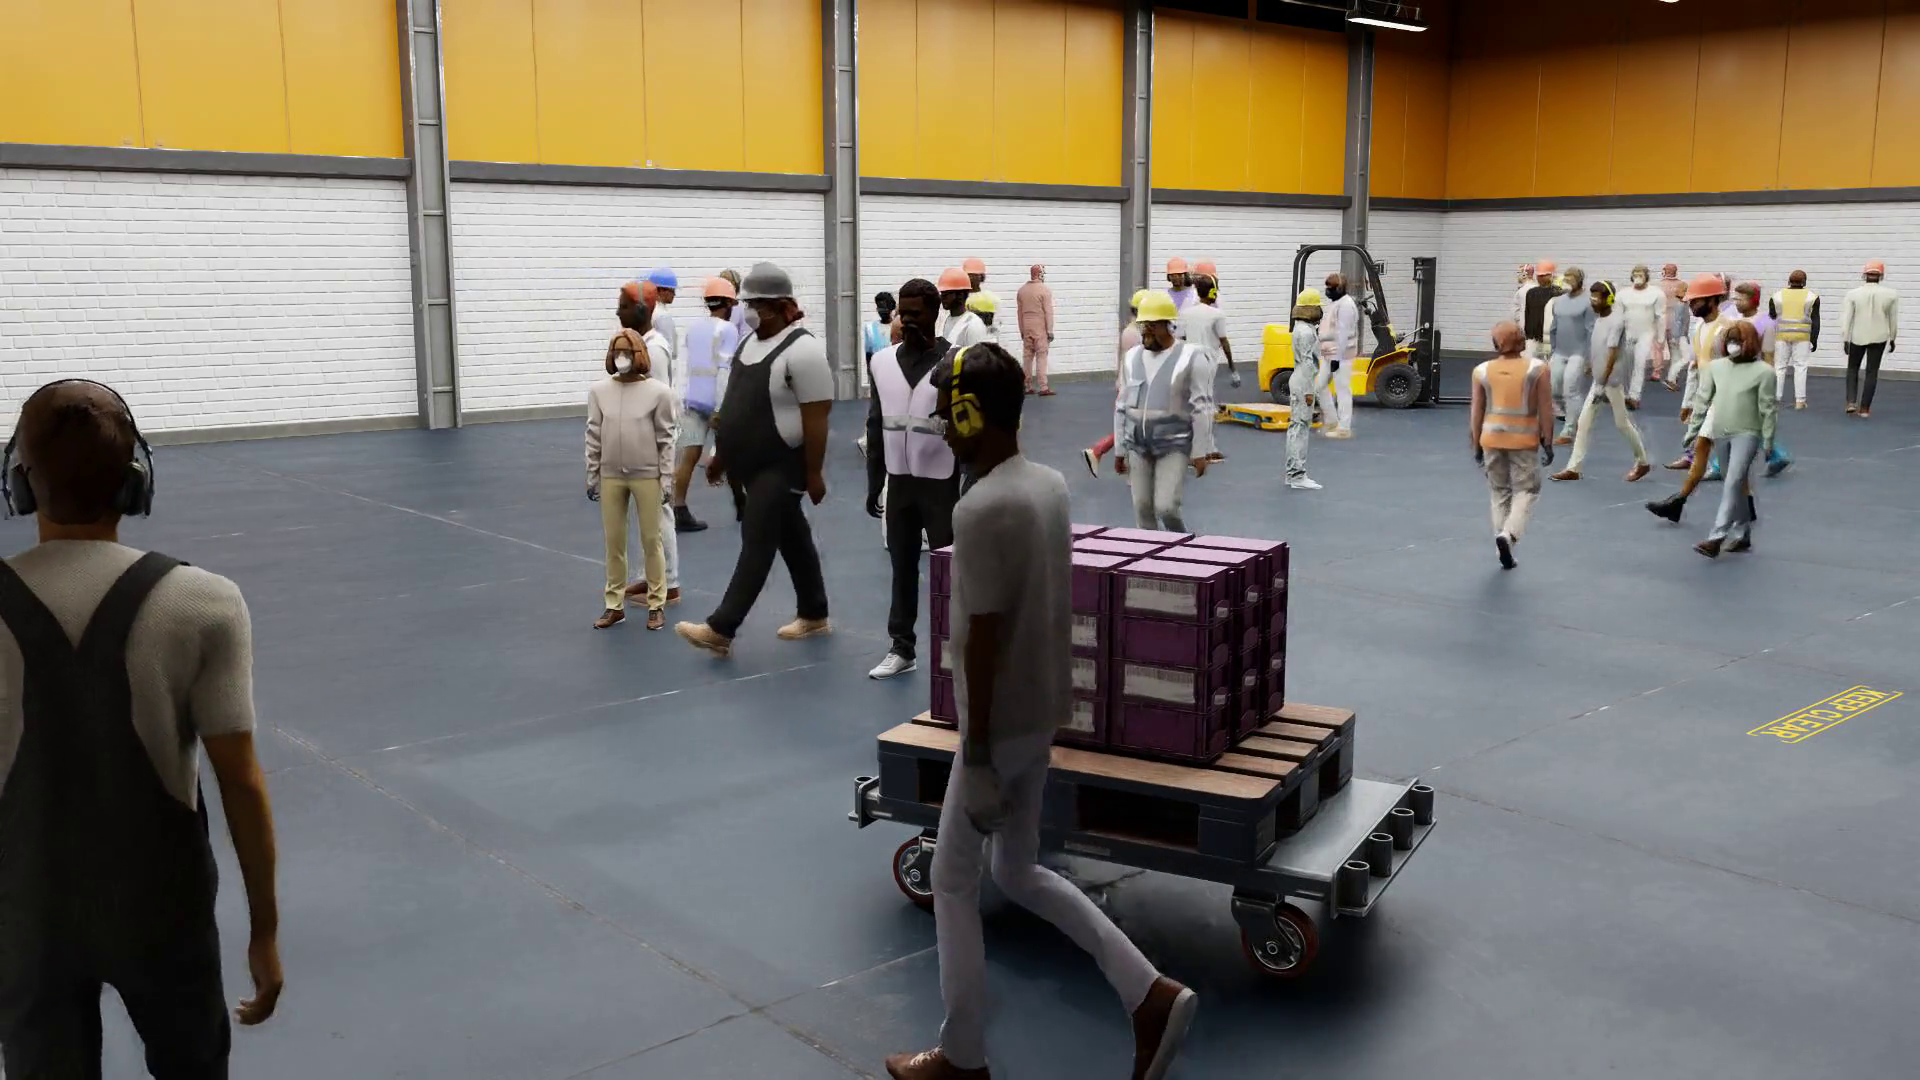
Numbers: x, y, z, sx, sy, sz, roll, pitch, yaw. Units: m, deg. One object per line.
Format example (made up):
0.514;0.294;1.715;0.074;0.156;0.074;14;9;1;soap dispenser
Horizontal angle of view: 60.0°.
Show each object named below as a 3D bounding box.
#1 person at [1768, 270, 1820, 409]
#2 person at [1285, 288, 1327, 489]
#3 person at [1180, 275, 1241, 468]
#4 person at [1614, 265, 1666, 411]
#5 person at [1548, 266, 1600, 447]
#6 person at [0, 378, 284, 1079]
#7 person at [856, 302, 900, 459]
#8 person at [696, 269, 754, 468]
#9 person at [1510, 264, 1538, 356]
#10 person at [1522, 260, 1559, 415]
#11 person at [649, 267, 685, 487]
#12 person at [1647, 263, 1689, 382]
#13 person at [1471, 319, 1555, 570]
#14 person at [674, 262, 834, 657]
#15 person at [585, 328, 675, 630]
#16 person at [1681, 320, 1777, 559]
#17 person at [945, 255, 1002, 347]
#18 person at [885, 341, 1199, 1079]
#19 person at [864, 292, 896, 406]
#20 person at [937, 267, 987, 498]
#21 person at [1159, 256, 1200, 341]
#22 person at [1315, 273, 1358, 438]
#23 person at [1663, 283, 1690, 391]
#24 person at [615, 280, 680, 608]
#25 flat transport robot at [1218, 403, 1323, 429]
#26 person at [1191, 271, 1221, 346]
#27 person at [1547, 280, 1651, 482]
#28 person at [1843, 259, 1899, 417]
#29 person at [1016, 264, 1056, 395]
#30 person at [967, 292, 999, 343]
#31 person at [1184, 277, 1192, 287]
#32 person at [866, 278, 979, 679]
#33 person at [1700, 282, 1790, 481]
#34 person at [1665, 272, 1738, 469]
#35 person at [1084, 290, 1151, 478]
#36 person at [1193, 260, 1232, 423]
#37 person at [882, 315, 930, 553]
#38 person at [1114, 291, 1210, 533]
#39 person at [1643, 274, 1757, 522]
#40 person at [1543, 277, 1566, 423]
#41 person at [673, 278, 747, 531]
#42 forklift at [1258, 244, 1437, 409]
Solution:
11.089;-2.669;22.148;0.634;1.841;0.429;6;11;31;person
3.032;-1.322;14.550;0.295;1.744;0.488;0;10;3;person
2.425;-1.612;15.979;0.829;1.832;0.514;-7;12;-35;person
8.814;-2.626;21.735;0.657;1.890;1.011;8;12;38;person
6.531;-1.951;17.718;0.479;1.925;0.629;-5;11;-28;person
-1.465;0.639;2.853;0.542;1.819;0.683;-4;11;-23;person
-0.637;-1.488;15.886;0.639;1.612;0.541;-1;10;-4;person
-2.140;-1.598;15.719;0.874;1.895;0.636;-8;13;-41;person
8.342;-3.126;24.629;0.402;1.911;0.638;6;11;30;person
7.279;-2.527;20.923;0.818;1.965;0.642;-7;12;-37;person
-2.597;-1.382;14.377;0.438;1.931;0.612;-6;11;-32;person
11.391;-3.500;26.824;0.652;1.906;0.404;0;10;-2;person
3.500;-0.591;10.616;0.541;1.616;0.486;7;12;35;person
-1.055;-0.437;8.501;1.029;2.000;0.698;-6;12;-32;person
-1.789;-0.326;9.028;0.500;1.636;0.284;1;10;8;person
5.140;-0.665;11.150;0.844;1.594;0.519;-5;11;-28;person
0.132;-1.962;17.456;0.631;2.032;0.462;2;10;9;person
0.193;0.454;3.919;0.675;1.833;0.535;5;11;29;person
-0.741;-1.675;16.853;0.547;1.645;0.855;2;10;14;person
-0.036;-1.083;12.582;0.356;1.937;0.552;-7;12;-35;person
2.414;-2.132;18.462;0.629;2.023;0.451;2;10;10;person
4.158;-2.032;18.460;0.488;1.825;0.626;-1;10;-6;person
10.765;-3.009;24.799;0.366;1.620;0.507;5;11;26;person
-1.813;-0.554;9.638;0.338;1.882;0.582;-4;10;-20;person
3.667;-1.486;19.812;0.652;0.197;1.431;-3;10;-19;flat transport robot
3.318;-2.863;23.215;0.601;1.867;0.686;-2;10;-9;person
5.816;-1.404;14.853;0.946;1.826;0.510;-2;10;-10;person
11.509;-2.548;21.048;0.622;1.973;0.601;5;11;27;person
1.135;-3.062;24.258;0.404;1.911;0.636;-9;14;-44;person
0.080;-1.241;14.129;0.527;1.722;0.897;9;13;44;person
3.636;-3.399;26.878;0.530;1.689;0.321;4;11;25;person
-0.166;-0.271;7.891;0.609;1.914;0.390;4;11;24;person
7.130;-1.415;14.949;0.923;1.794;0.574;-1;10;-6;person
7.206;-1.599;15.792;0.868;1.877;0.653;0;10;0;person
1.423;-1.307;14.466;0.643;1.731;0.570;3;10;15;person
3.031;-2.405;20.234;0.890;1.957;0.627;6;12;33;person
-0.362;-0.730;11.385;0.513;1.641;0.309;4;11;24;person
1.179;-0.568;9.915;0.612;1.813;0.423;7;12;37;person
5.640;-1.059;12.605;1.015;1.874;0.566;0;10;-1;person
7.200;-2.306;20.128;0.630;1.808;0.613;-2;10;-10;person
-1.847;-1.013;12.417;0.549;1.847;1.050;7;12;34;person
5.256;-2.933;22.661;2.313;2.155;1.214;3;10;16;forklift
